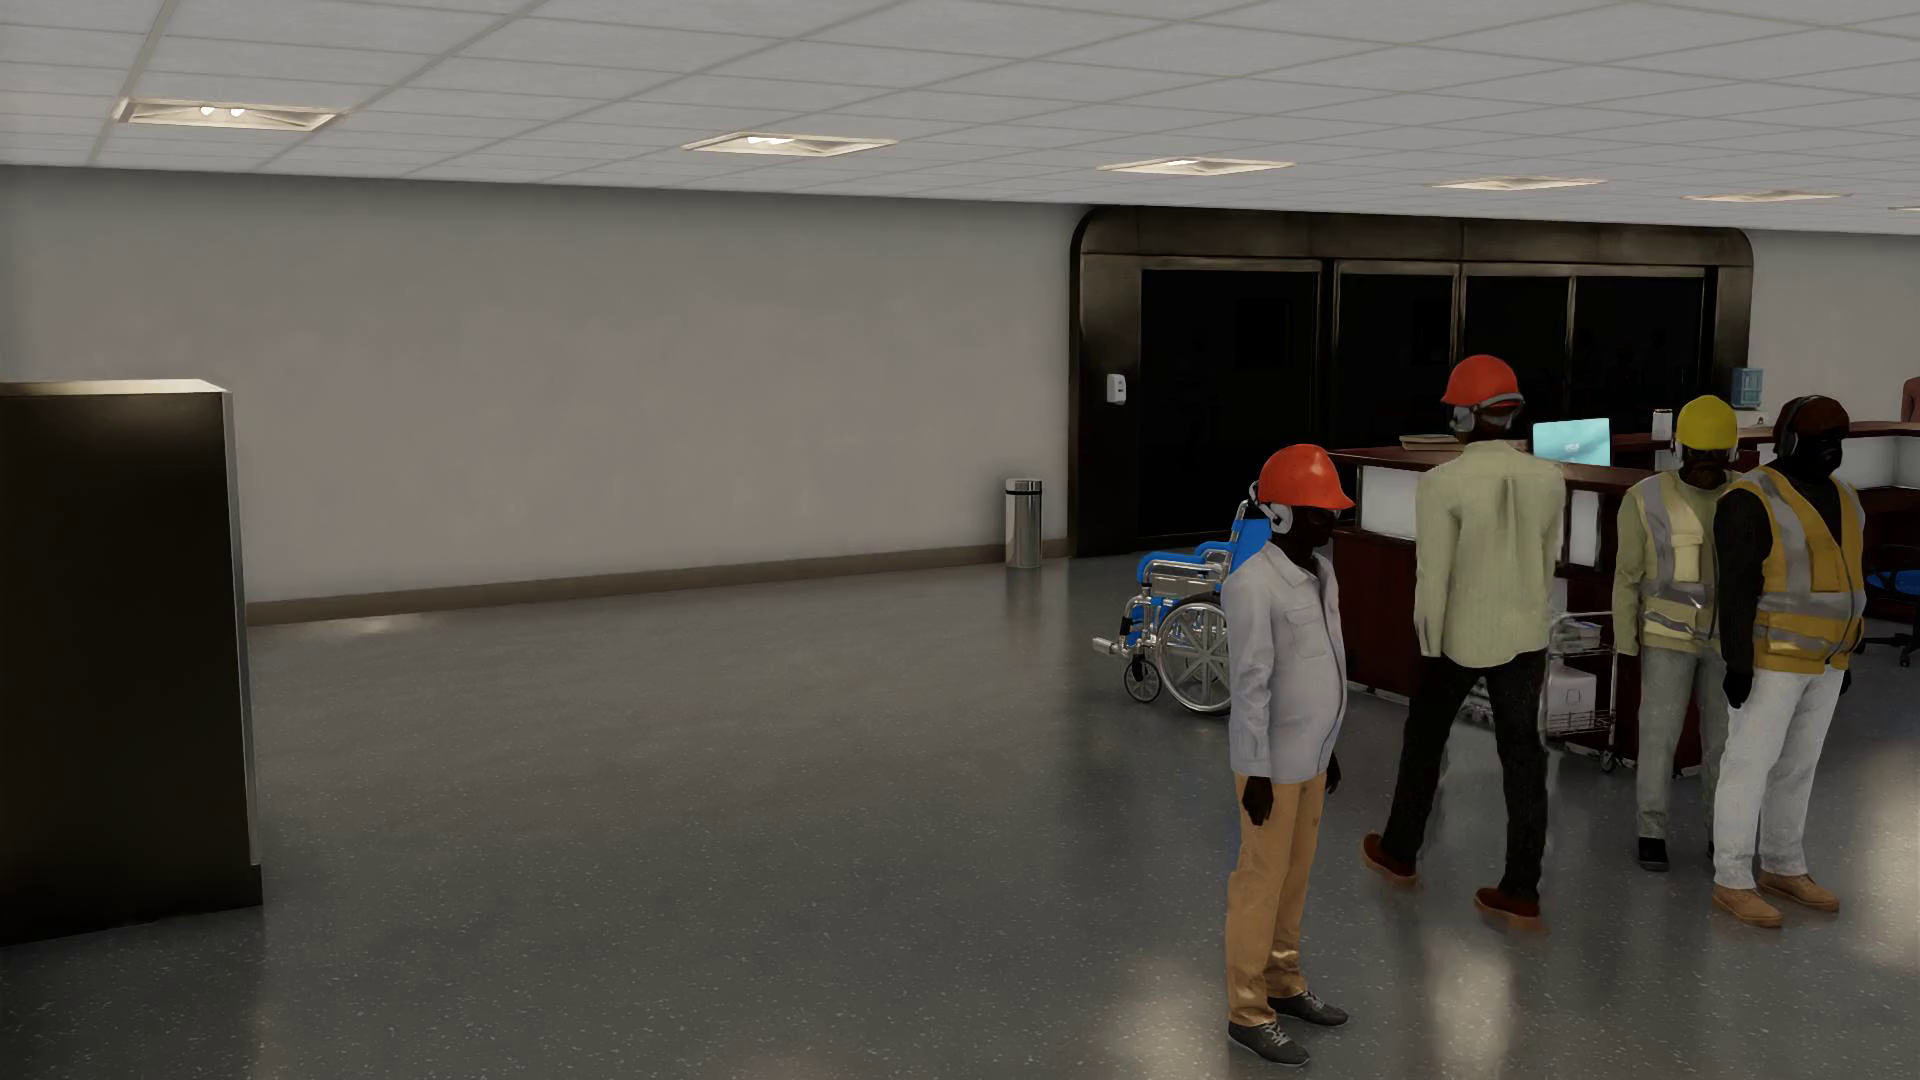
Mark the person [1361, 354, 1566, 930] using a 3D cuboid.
[{"bbox_3d":[1.816,0.329,5.939,0.608,1.960,0.925,-2,8,-14],"label":"person"}]

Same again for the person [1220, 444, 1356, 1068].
[{"bbox_3d":[0.956,0.597,4.787,0.328,1.752,0.563,5,9,33],"label":"person"}]

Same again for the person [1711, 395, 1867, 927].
[{"bbox_3d":[2.905,0.413,5.814,0.633,1.839,0.429,-4,9,-28],"label":"person"}]

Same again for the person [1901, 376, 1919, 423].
[{"bbox_3d":[9.951,-1.109,17.095,0.313,1.769,0.523,-6,10,-38],"label":"person"}]

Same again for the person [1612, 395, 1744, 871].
[{"bbox_3d":[2.777,0.361,6.287,0.601,1.818,0.403,1,8,7],"label":"person"}]
